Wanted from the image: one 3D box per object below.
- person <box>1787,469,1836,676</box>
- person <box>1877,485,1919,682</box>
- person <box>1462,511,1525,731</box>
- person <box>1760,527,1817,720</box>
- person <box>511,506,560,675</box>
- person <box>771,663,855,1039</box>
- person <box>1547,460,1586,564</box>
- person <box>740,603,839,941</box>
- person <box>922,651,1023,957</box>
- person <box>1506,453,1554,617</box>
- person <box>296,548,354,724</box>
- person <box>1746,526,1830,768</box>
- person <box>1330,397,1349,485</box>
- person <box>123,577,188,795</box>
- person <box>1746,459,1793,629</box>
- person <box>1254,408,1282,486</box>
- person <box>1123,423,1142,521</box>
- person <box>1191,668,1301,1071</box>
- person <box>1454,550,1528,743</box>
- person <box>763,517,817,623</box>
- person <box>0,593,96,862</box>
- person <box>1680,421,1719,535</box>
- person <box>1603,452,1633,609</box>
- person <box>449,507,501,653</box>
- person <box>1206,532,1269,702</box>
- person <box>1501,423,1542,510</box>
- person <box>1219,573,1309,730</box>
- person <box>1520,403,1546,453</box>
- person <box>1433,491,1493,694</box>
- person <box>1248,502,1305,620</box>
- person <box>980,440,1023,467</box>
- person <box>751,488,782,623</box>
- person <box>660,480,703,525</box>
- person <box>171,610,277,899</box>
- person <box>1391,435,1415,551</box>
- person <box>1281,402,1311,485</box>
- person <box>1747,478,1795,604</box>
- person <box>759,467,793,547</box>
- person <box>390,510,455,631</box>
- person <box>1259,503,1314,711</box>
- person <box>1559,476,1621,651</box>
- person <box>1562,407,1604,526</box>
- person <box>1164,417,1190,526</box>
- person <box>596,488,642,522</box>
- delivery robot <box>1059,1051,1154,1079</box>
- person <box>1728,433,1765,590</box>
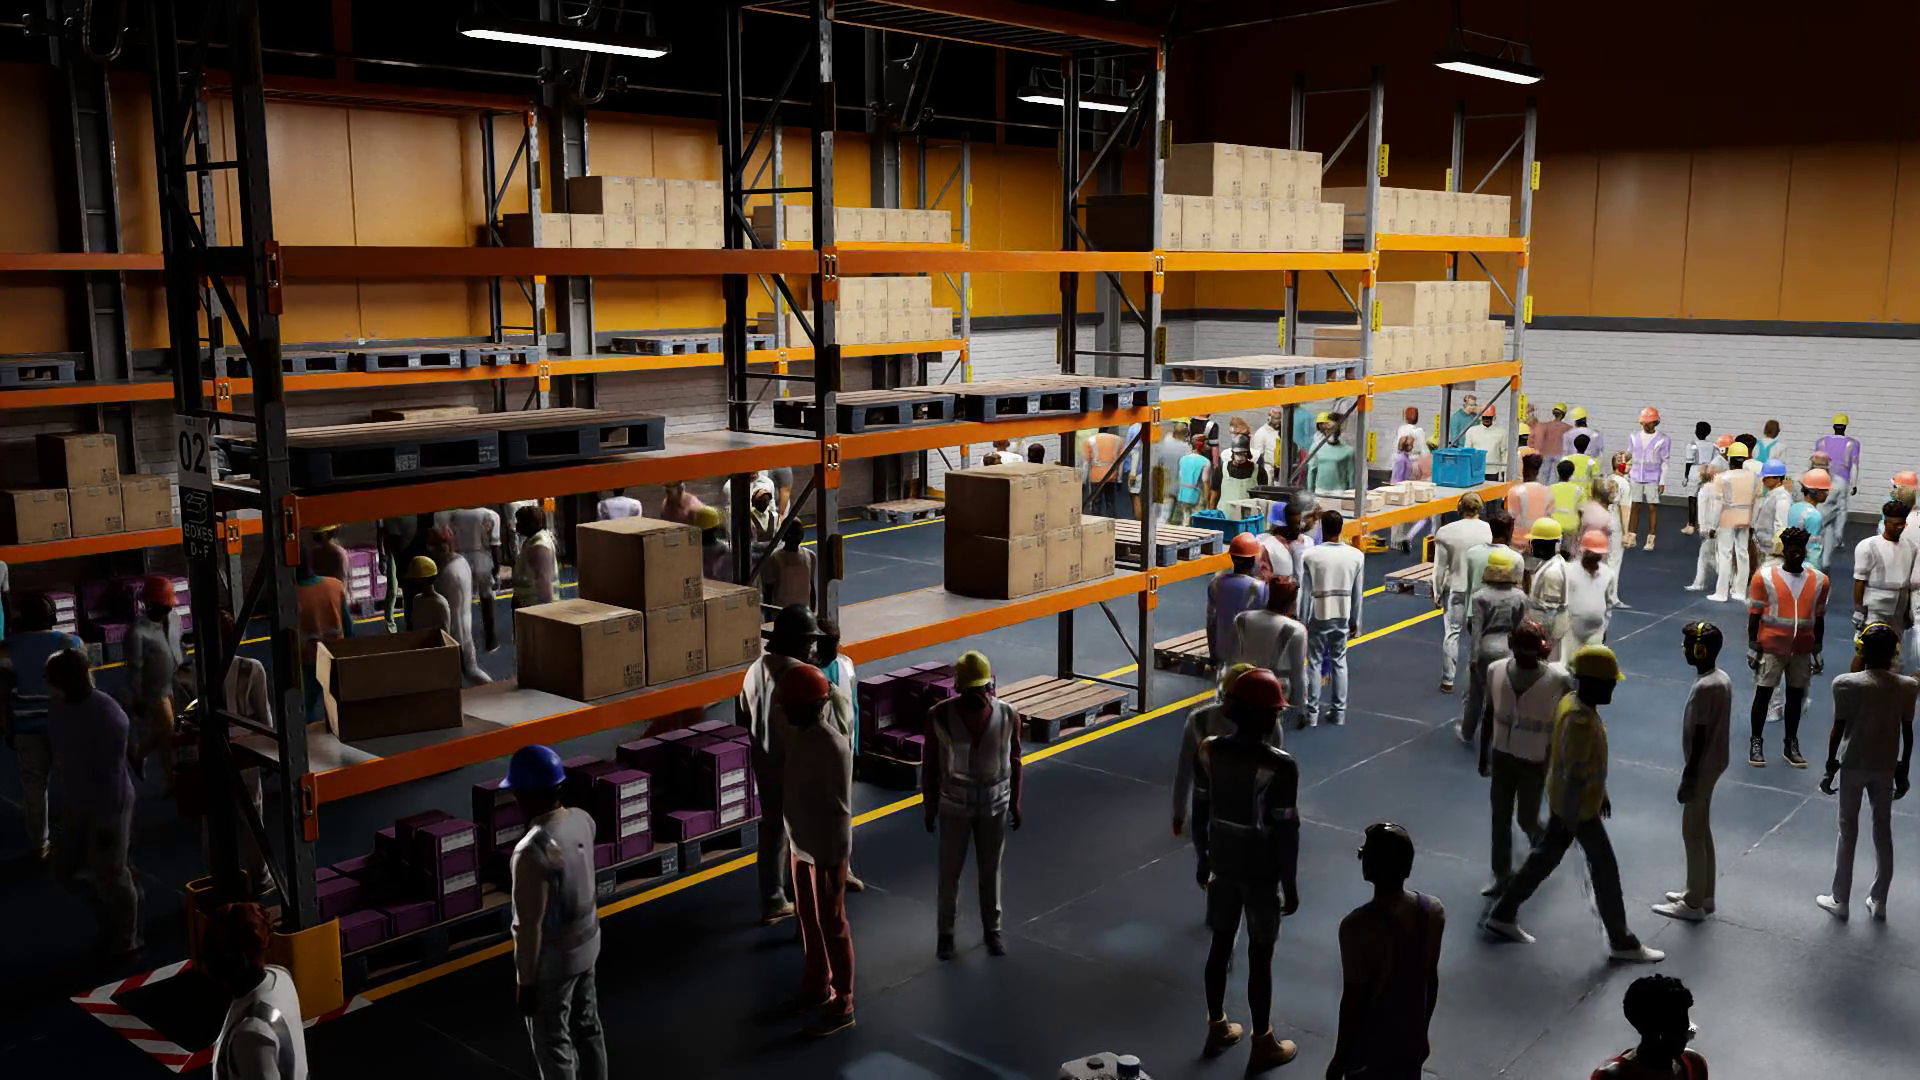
[{"bbox_3d":[8.379,0.307,16.442,0.385,2.041,0.615,1,10,6],"label":"person"},{"bbox_3d":[9.229,0.428,16.160,0.738,1.890,0.832,0,10,0],"label":"person"},{"bbox_3d":[4.637,0.701,14.509,0.395,1.910,0.586,-6,11,-33],"label":"person"},{"bbox_3d":[7.423,0.730,14.903,0.501,1.697,0.824,7,12,38],"label":"person"},{"bbox_3d":[-4.044,0.581,15.476,0.744,1.814,0.635,-2,10,-13],"label":"person"},{"bbox_3d":[-0.782,1.619,8.793,0.408,1.986,0.618,-6,11,-31],"label":"person"},{"bbox_3d":[7.332,-0.154,20.351,0.557,1.637,0.886,2,10,9],"label":"person"},{"bbox_3d":[-0.983,1.373,10.085,0.536,2.000,0.684,-8,13,-41],"label":"person"},{"bbox_3d":[0.077,1.536,9.736,0.600,1.829,0.404,-1,10,-8],"label":"person"},{"bbox_3d":[6.278,-0.001,18.556,0.648,1.947,0.561,-4,10,-21],"label":"person"},{"bbox_3d":[-4.968,0.976,12.952,0.383,1.883,0.663,6,11,32],"label":"person"},{"bbox_3d":[6.652,0.856,13.395,0.607,1.966,0.367,1,10,6],"label":"person"},{"bbox_3d":[6.868,-1.949,30.296,0.422,1.924,0.561,-2,10,-14],"label":"person"},{"bbox_3d":[-6.127,1.109,12.615,0.642,1.718,0.605,2,10,11],"label":"person"},{"bbox_3d":[8.827,0.085,18.094,0.417,1.939,0.611,3,10,15],"label":"person"},{"bbox_3d":[4.693,-1.035,24.908,0.654,1.897,0.403,-6,11,-33],"label":"person"},{"bbox_3d":[2.540,-1.045,24.563,0.399,2.040,0.609,0,10,2],"label":"person"},{"bbox_3d":[1.462,1.653,8.433,0.608,2.037,0.395,9,13,44],"label":"person"},{"bbox_3d":[4.400,0.925,13.748,0.499,1.706,0.821,-1,10,-5],"label":"person"},{"bbox_3d":[-1.482,0.699,14.697,0.507,1.847,0.345,-6,11,-31],"label":"person"},{"bbox_3d":[-6.186,1.267,11.312,0.621,1.845,0.429,-2,10,-13],"label":"person"},{"bbox_3d":[11.037,-0.924,24.819,0.537,1.700,0.317,-2,10,-11],"label":"person"},{"bbox_3d":[7.670,-0.116,19.556,0.381,1.844,0.566,-1,10,-6],"label":"person"},{"bbox_3d":[-4.988,0.283,16.957,0.608,1.928,0.958,-1,10,-3],"label":"person"},{"bbox_3d":[2.231,0.898,13.228,0.552,1.937,0.356,7,12,35],"label":"person"},{"bbox_3d":[7.508,-0.612,22.324,0.593,1.915,0.391,-5,11,-27],"label":"person"},{"bbox_3d":[2.177,1.158,11.911,0.600,1.854,0.479,8,12,39],"label":"person"},{"bbox_3d":[8.772,-1.191,25.855,0.484,1.880,0.662,-4,10,-22],"label":"person"},{"bbox_3d":[4.770,0.500,15.648,0.634,1.931,0.359,3,10,16],"label":"person"},{"bbox_3d":[2.848,0.584,15.216,0.676,1.904,0.674,-7,12,-35],"label":"person"},{"bbox_3d":[0.549,-0.493,21.721,0.582,1.879,0.357,1,10,5],"label":"person"},{"bbox_3d":[-2.161,0.246,18.041,0.514,1.634,0.313,-7,12,-34],"label":"person"},{"bbox_3d":[-2.934,0.204,17.567,0.653,1.879,0.573,7,12,35],"label":"person"},{"bbox_3d":[-4.656,1.372,10.564,0.572,1.883,0.358,-2,10,-11],"label":"person"},{"bbox_3d":[6.232,-0.663,23.465,0.320,1.631,0.523,3,10,17],"label":"person"},{"bbox_3d":[5.552,-1.558,27.785,0.432,1.971,0.633,-9,13,-42],"label":"person"},{"bbox_3d":[9.262,0.096,18.925,0.352,1.621,0.546,2,10,14],"label":"person"},{"bbox_3d":[-2.384,-0.378,20.543,0.535,2.000,0.674,-6,11,-33],"label":"person"},{"bbox_3d":[-5.449,0.215,16.999,0.681,2.000,0.535,-3,10,-19],"label":"person"},{"bbox_3d":[2.953,0.598,15.128,0.599,1.905,0.391,-5,11,-29],"label":"person"},{"bbox_3d":[6.393,0.302,16.866,0.490,1.920,0.643,3,10,19],"label":"person"},{"bbox_3d":[9.401,-1.066,25.113,0.618,1.881,0.615,5,11,27],"label":"person"},{"bbox_3d":[3.160,-0.939,24.263,0.397,1.920,0.586,5,11,28],"label":"person"},{"bbox_3d":[-3.877,0.069,18.991,0.537,1.672,0.577,-2,10,-11],"label":"person"},{"bbox_3d":[0.743,2.525,7.358,0.477,0.478,0.707,-5,11,-29],"label":"delivery robot"},{"bbox_3d":[9.707,-0.343,20.594,0.608,1.958,0.378,-6,11,-32],"label":"person"}]
